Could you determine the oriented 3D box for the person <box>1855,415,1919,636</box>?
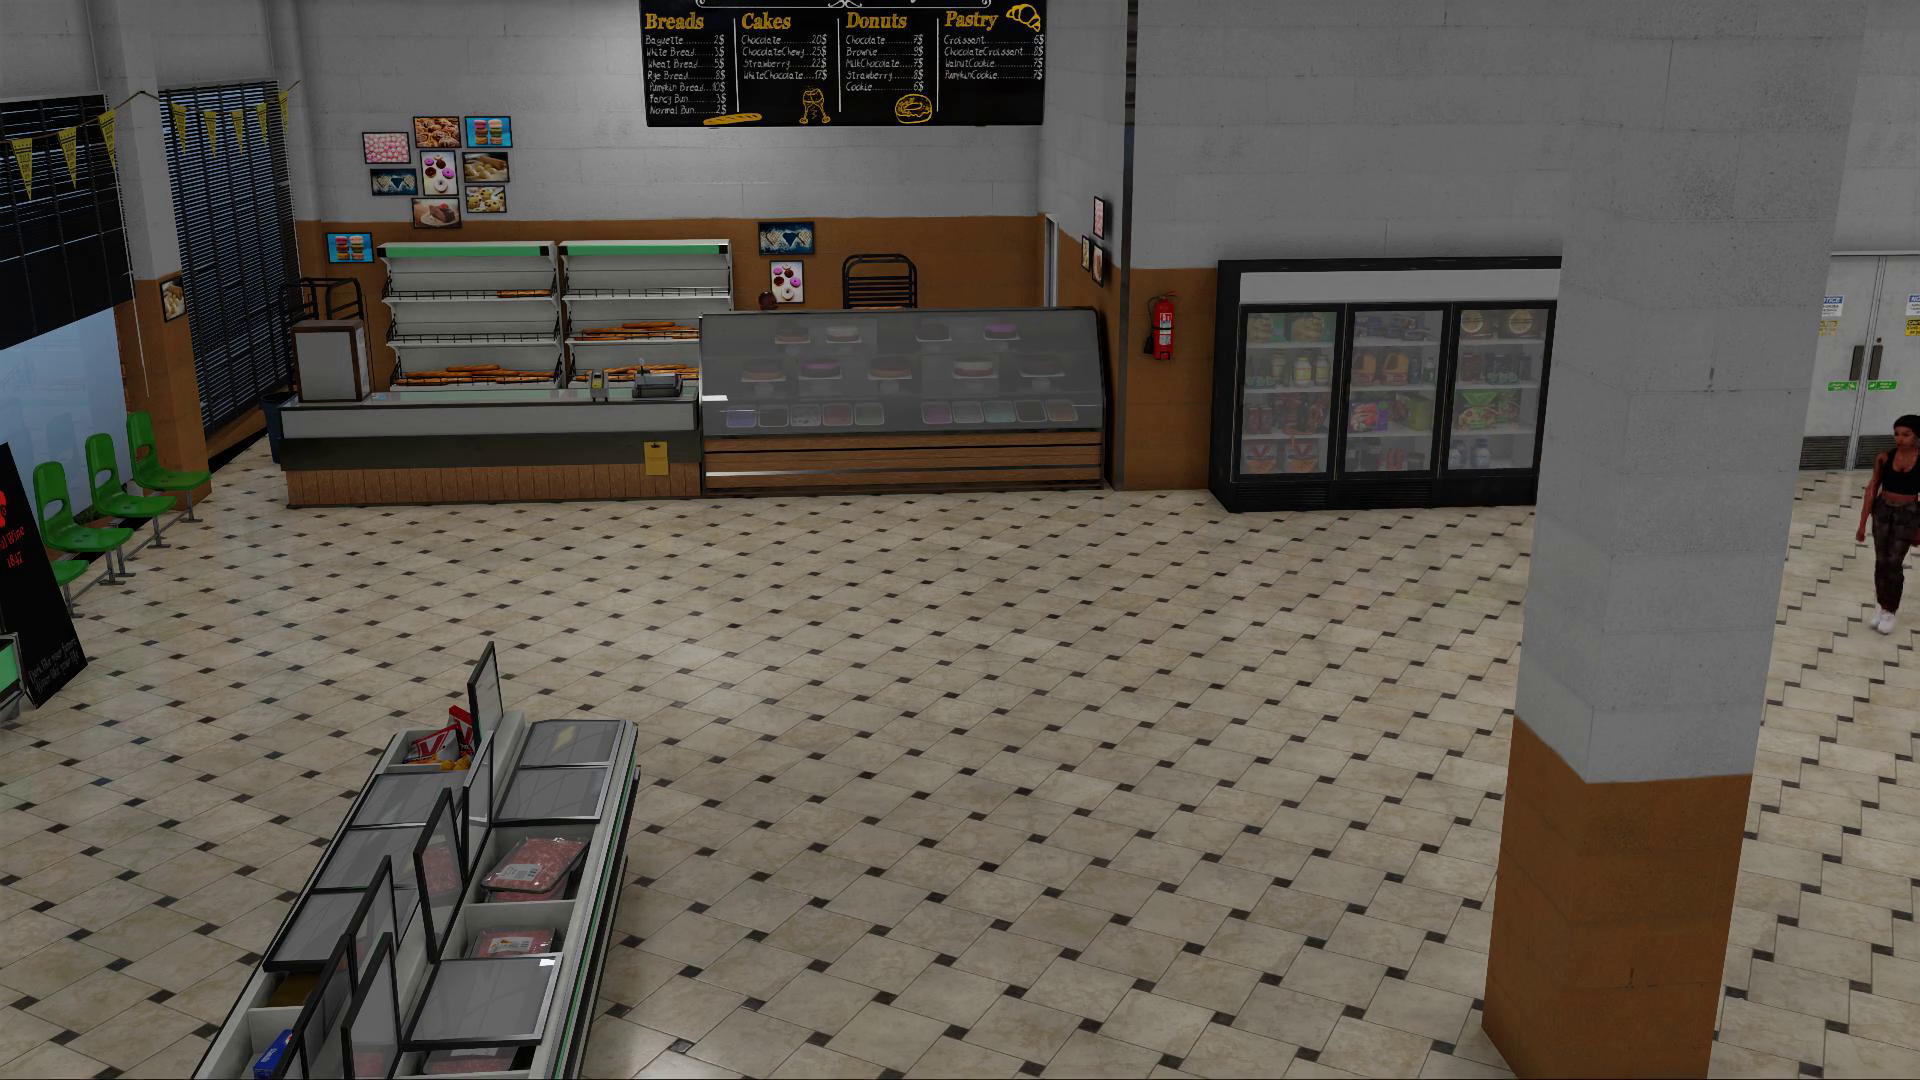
[{"bbox_3d":[7.150,-0.142,12.671,0.789,1.684,0.731,-15,23,-41],"label":"person"}]
